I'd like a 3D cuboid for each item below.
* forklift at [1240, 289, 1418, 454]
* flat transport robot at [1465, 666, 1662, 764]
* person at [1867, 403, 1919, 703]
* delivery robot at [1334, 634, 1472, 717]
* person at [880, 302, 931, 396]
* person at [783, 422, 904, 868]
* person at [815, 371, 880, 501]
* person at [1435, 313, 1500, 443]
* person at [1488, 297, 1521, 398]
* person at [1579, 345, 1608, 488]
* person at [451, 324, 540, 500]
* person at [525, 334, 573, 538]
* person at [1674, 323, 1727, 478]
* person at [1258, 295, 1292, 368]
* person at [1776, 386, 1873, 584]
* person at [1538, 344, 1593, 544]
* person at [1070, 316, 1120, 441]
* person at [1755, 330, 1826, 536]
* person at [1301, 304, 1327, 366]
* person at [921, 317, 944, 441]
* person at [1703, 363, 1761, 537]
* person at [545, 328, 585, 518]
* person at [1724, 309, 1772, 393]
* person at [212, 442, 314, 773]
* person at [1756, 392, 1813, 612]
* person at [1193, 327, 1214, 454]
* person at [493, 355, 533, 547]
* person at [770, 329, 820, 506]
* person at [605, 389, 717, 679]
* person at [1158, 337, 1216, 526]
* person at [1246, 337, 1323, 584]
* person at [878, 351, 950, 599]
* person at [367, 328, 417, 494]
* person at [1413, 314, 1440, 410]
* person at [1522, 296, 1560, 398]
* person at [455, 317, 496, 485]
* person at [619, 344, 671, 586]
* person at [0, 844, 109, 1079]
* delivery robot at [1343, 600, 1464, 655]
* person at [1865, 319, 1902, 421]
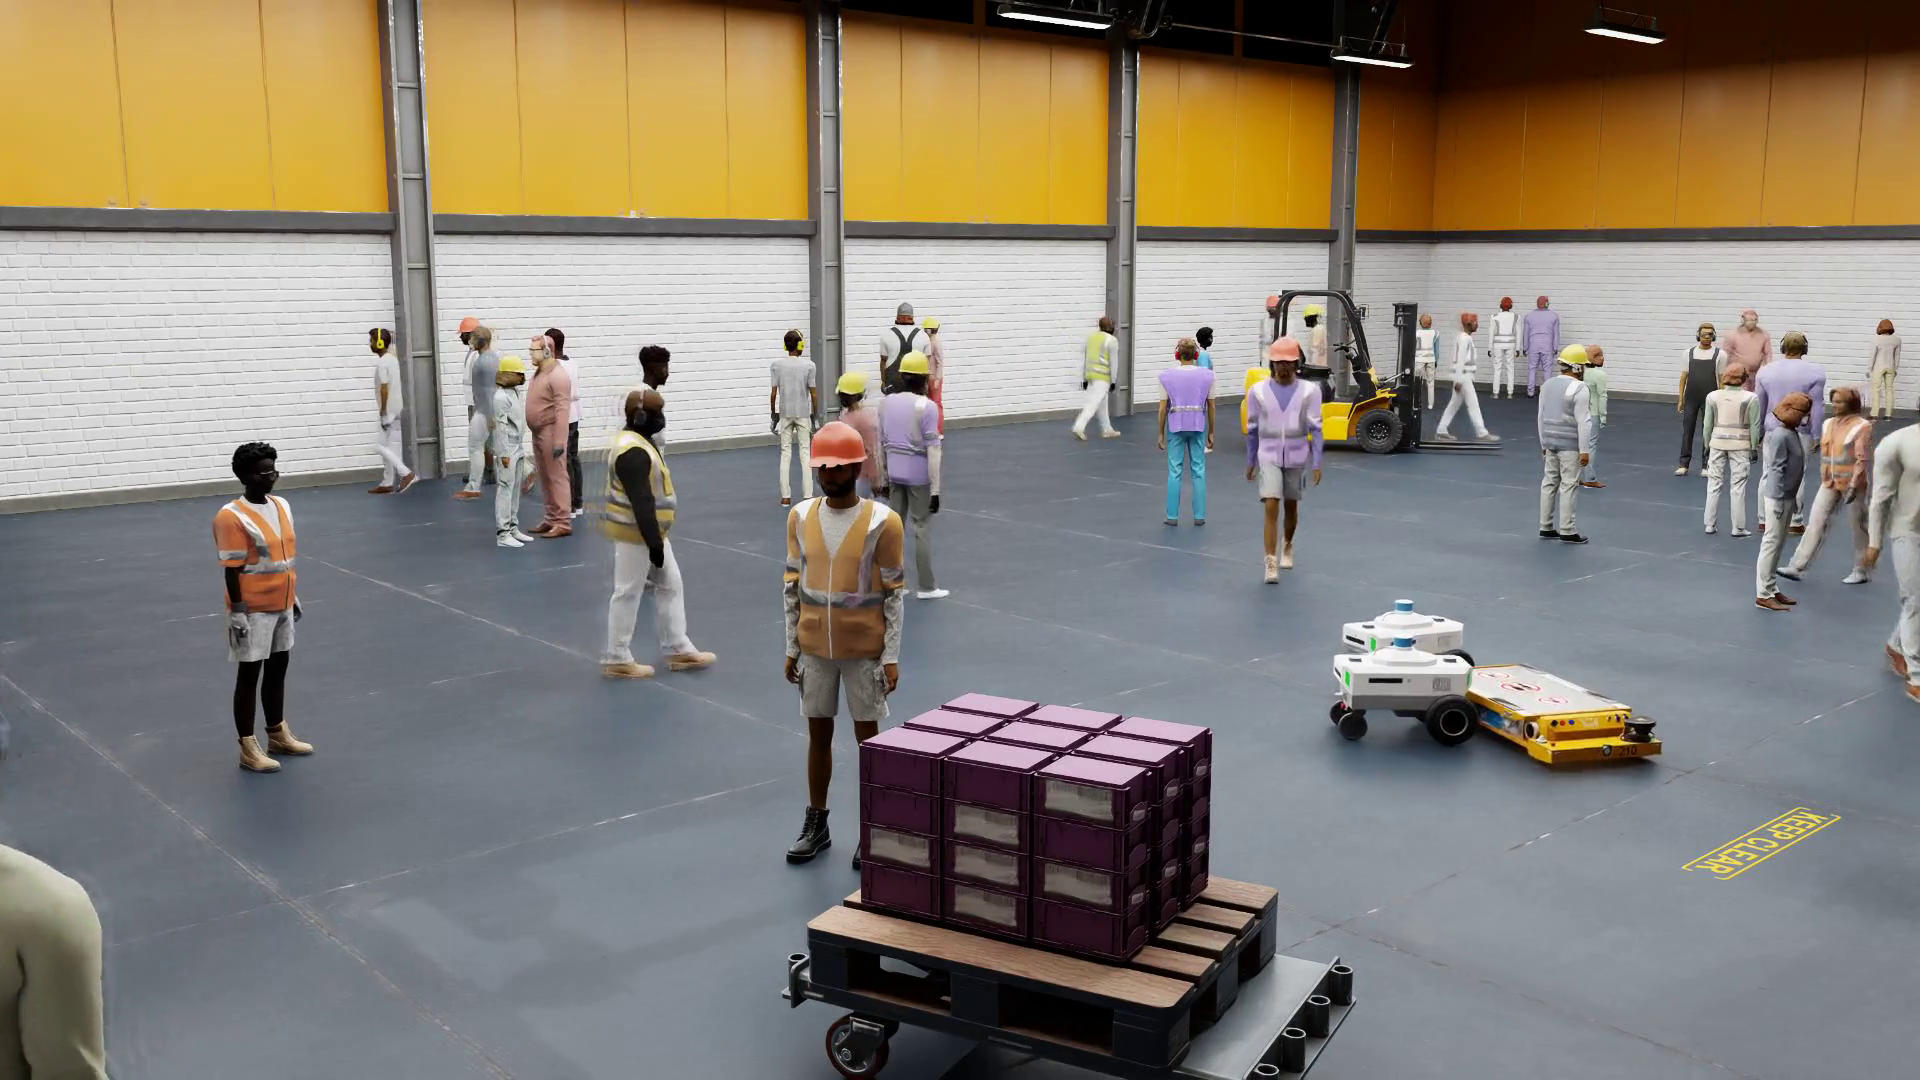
[{"bbox_3d":[5.034,-2.339,22.783,2.313,2.155,1.214,3,10,16],"label":"forklift"},{"bbox_3d":[3.172,0.931,9.264,0.652,0.197,1.431,-2,10,-14],"label":"flat transport robot"},{"bbox_3d":[5.819,-0.016,10.039,0.643,1.910,0.897,0,10,0],"label":"person"},{"bbox_3d":[2.427,0.762,9.149,0.707,0.478,0.477,0,10,2],"label":"delivery robot"},{"bbox_3d":[-0.737,-2.144,22.091,0.677,2.000,0.535,-1,10,-8],"label":"person"},{"bbox_3d":[-0.512,0.455,7.178,0.543,1.939,0.360,3,10,15],"label":"person"},{"bbox_3d":[-0.923,-0.498,13.386,0.896,1.715,0.606,-3,10,-19],"label":"person"},{"bbox_3d":[7.210,-2.295,23.598,0.898,1.836,0.600,3,10,16],"label":"person"},{"bbox_3d":[10.092,-3.561,30.846,0.577,1.882,0.349,2,10,11],"label":"person"},{"bbox_3d":[7.173,-1.407,18.969,0.280,1.633,0.503,-5,11,-25],"label":"person"},{"bbox_3d":[-5.061,-1.384,18.044,0.904,1.910,0.640,-3,10,-14],"label":"person"},{"bbox_3d":[-3.885,-0.974,15.636,0.403,1.905,0.651,-6,12,-33],"label":"person"},{"bbox_3d":[8.855,-1.668,19.883,0.517,1.845,0.331,6,12,33],"label":"person"},{"bbox_3d":[5.238,-3.064,27.592,0.605,2.016,0.943,6,11,31],"label":"person"},{"bbox_3d":[6.990,-0.421,13.286,0.847,1.594,0.531,-3,10,-17],"label":"person"},{"bbox_3d":[5.585,-0.881,15.306,0.404,1.830,0.601,-4,10,-21],"label":"person"},{"bbox_3d":[1.957,-2.333,23.954,0.972,1.796,0.637,-6,12,-33],"label":"person"},{"bbox_3d":[7.828,-1.006,15.731,0.630,1.940,0.371,9,13,42],"label":"person"},{"bbox_3d":[5.539,-2.692,25.693,0.594,1.905,0.586,0,10,3],"label":"person"},{"bbox_3d":[-0.409,-2.298,23.793,0.317,1.769,0.522,-4,10,-22],"label":"person"},{"bbox_3d":[7.262,-0.848,15.680,0.514,1.640,0.309,10,14,44],"label":"person"},{"bbox_3d":[-4.000,-1.171,16.765,0.399,1.915,0.589,2,10,9],"label":"person"},{"bbox_3d":[11.653,-2.505,24.714,0.631,1.866,0.915,0,10,0],"label":"person"},{"bbox_3d":[-3.593,0.334,8.582,0.315,1.698,0.541,2,10,12],"label":"person"},{"bbox_3d":[6.173,-0.295,12.458,0.279,1.633,0.499,7,12,36],"label":"person"},{"bbox_3d":[3.244,-2.012,22.315,0.317,1.697,0.540,0,10,-2],"label":"person"},{"bbox_3d":[-4.076,-0.814,15.181,0.325,1.740,0.493,0,10,3],"label":"person"},{"bbox_3d":[-1.746,-1.280,17.547,0.535,1.865,0.312,1,10,5],"label":"person"},{"bbox_3d":[-1.862,-0.029,10.359,0.804,1.812,0.663,-1,10,-5],"label":"person"},{"bbox_3d":[2.206,-1.046,16.221,0.565,1.850,0.390,0,10,-1],"label":"person"},{"bbox_3d":[2.663,-0.677,13.686,0.622,1.990,1.086,2,10,10],"label":"person"},{"bbox_3d":[-0.389,-0.478,12.777,0.629,1.932,0.568,8,12,38],"label":"person"},{"bbox_3d":[-6.333,-1.414,18.368,0.526,1.858,0.557,0,10,-2],"label":"person"},{"bbox_3d":[7.964,-3.042,28.523,0.511,1.641,0.307,-1,10,-6],"label":"person"},{"bbox_3d":[10.783,-3.576,30.884,0.640,1.904,0.401,4,10,22],"label":"person"},{"bbox_3d":[-5.596,-1.597,19.192,0.367,1.935,0.552,-6,11,-30],"label":"person"},{"bbox_3d":[-2.510,-0.589,13.312,0.514,1.932,0.613,-5,11,-26],"label":"person"},{"bbox_3d":[-1.765,1.157,2.988,0.639,1.968,0.891,3,10,16],"label":"person"},{"bbox_3d":[2.677,0.605,10.058,0.707,0.478,0.477,-4,10,-22],"label":"delivery robot"},{"bbox_3d":[14.774,-2.715,26.624,0.498,1.633,0.286,0,10,0],"label":"person"}]
